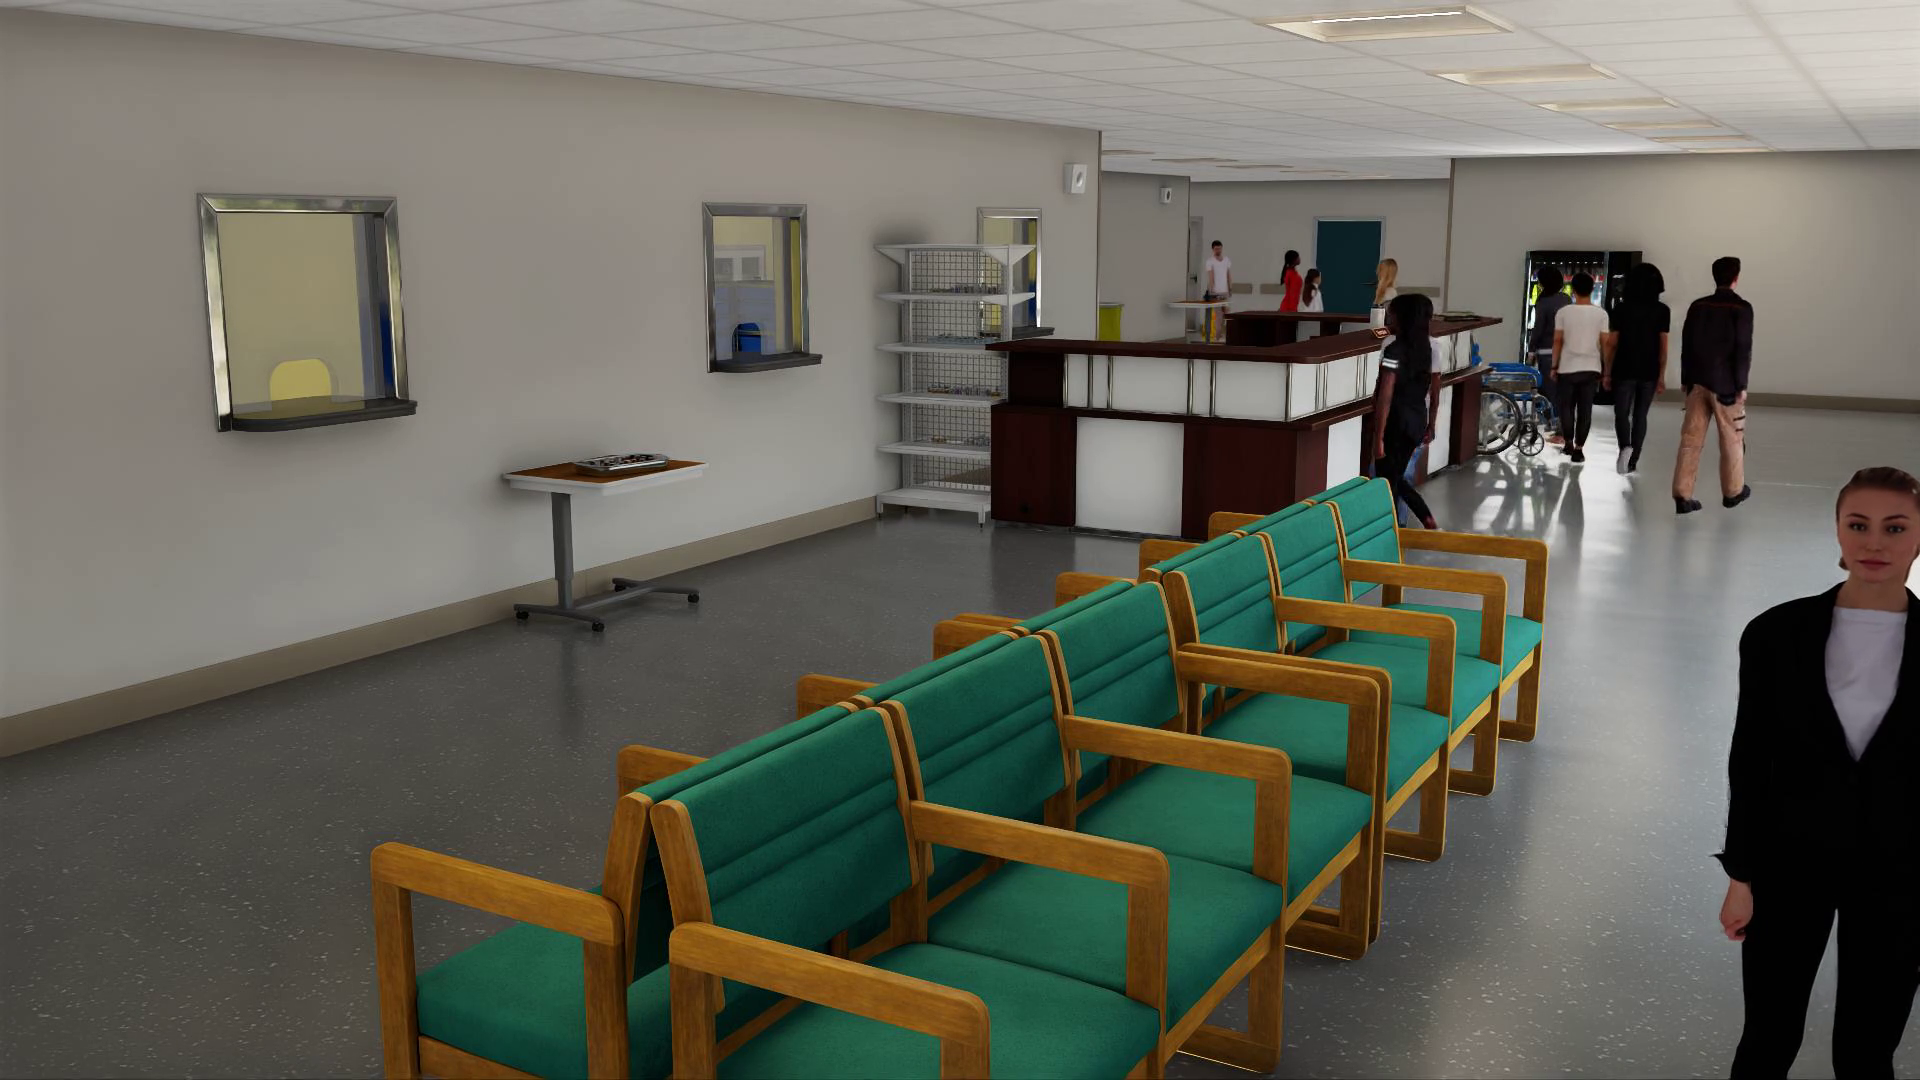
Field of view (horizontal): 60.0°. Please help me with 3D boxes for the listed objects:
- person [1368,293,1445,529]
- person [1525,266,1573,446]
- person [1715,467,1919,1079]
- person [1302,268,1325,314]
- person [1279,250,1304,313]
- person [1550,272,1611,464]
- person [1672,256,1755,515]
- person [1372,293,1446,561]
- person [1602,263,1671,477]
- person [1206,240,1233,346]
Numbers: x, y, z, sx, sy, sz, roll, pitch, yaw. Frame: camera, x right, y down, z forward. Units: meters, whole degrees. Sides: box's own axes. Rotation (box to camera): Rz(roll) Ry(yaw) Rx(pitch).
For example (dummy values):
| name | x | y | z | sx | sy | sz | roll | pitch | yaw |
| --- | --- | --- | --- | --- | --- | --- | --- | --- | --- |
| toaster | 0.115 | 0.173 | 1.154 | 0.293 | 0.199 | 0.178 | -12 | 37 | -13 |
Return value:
| name | x | y | z | sx | sy | sz | roll | pitch | yaw |
| --- | --- | --- | --- | --- | --- | --- | --- | --- | --- |
| person | 2.979 | -0.778 | 11.040 | 0.567 | 1.708 | 0.704 | 7 | 13 | 32 |
| person | 5.873 | -1.791 | 16.281 | 0.759 | 1.743 | 0.760 | -6 | 12 | -27 |
| person | 1.730 | 0.697 | 3.270 | 0.464 | 1.706 | 0.665 | 6 | 12 | 27 |
| person | 4.811 | -2.978 | 23.147 | 0.957 | 1.515 | 1.060 | -6 | 12 | -27 |
| person | 4.779 | -3.372 | 24.575 | 1.118 | 1.757 | 1.000 | -1 | 11 | -7 |
| person | 5.590 | -1.548 | 15.037 | 0.772 | 1.699 | 0.782 | 5 | 12 | 24 |
| person | 5.483 | -1.083 | 12.197 | 1.033 | 1.875 | 1.246 | -10 | 14 | -41 |
| person | 2.815 | -0.652 | 10.321 | 0.835 | 1.727 | 0.741 | 8 | 14 | 37 |
| person | 5.753 | -1.422 | 14.134 | 1.052 | 1.806 | 0.876 | 3 | 11 | 14 |
| person | 4.605 | -4.429 | 29.865 | 0.857 | 1.861 | 0.896 | -6 | 13 | -31 |
